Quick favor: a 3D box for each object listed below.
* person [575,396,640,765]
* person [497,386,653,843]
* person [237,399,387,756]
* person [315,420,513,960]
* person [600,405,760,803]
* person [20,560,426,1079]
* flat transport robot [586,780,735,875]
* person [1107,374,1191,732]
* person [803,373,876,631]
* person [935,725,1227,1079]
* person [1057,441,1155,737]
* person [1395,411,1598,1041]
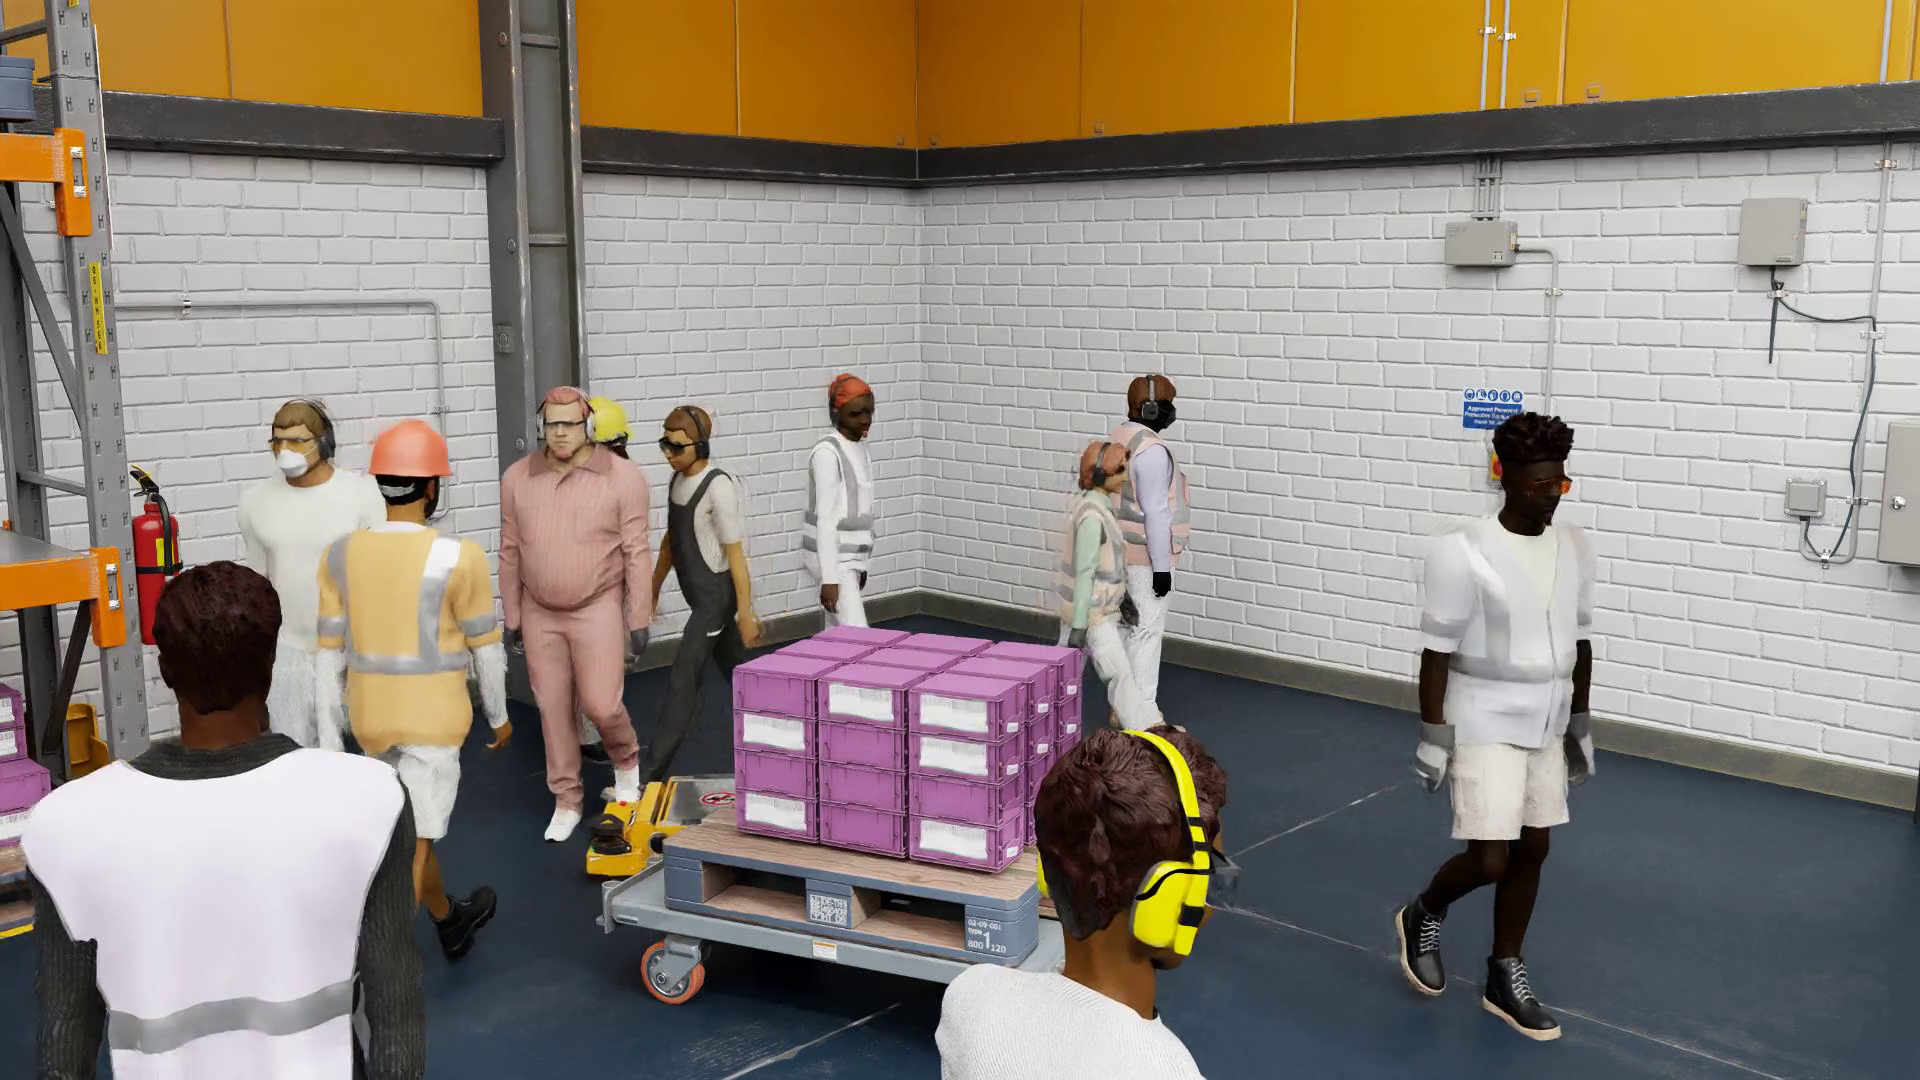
[{"bbox_3d":[-1.722,0.202,7.866,0.598,1.786,0.631,3,10,19],"label":"person"},{"bbox_3d":[-1.606,0.299,6.957,0.644,1.893,0.472,1,9,7],"label":"person"},{"bbox_3d":[-2.398,0.414,6.278,0.648,1.887,1.047,0,9,2],"label":"person"},{"bbox_3d":[-1.711,0.567,5.297,0.544,1.882,0.984,2,10,14],"label":"person"},{"bbox_3d":[-1.133,0.283,7.392,0.974,1.786,0.598,-4,10,-25],"label":"person"},{"bbox_3d":[-1.184,0.983,2.738,0.595,1.898,0.753,-2,10,-15],"label":"person"},{"bbox_3d":[-0.749,1.136,6.753,1.431,0.197,0.652,-1,9,-4],"label":"flat transport robot"},{"bbox_3d":[0.944,0.086,8.395,0.429,1.842,0.636,-2,9,-12],"label":"person"},{"bbox_3d":[-0.570,0.135,7.996,0.375,1.871,0.693,2,9,11],"label":"person"},{"bbox_3d":[0.177,1.127,1.949,0.329,1.865,0.515,-7,12,-38],"label":"person"},{"bbox_3d":[0.668,0.346,7.542,0.842,1.594,0.528,0,9,2],"label":"person"},{"bbox_3d":[1.671,0.561,5.152,0.617,1.945,0.497,-5,10,-27],"label":"person"}]
